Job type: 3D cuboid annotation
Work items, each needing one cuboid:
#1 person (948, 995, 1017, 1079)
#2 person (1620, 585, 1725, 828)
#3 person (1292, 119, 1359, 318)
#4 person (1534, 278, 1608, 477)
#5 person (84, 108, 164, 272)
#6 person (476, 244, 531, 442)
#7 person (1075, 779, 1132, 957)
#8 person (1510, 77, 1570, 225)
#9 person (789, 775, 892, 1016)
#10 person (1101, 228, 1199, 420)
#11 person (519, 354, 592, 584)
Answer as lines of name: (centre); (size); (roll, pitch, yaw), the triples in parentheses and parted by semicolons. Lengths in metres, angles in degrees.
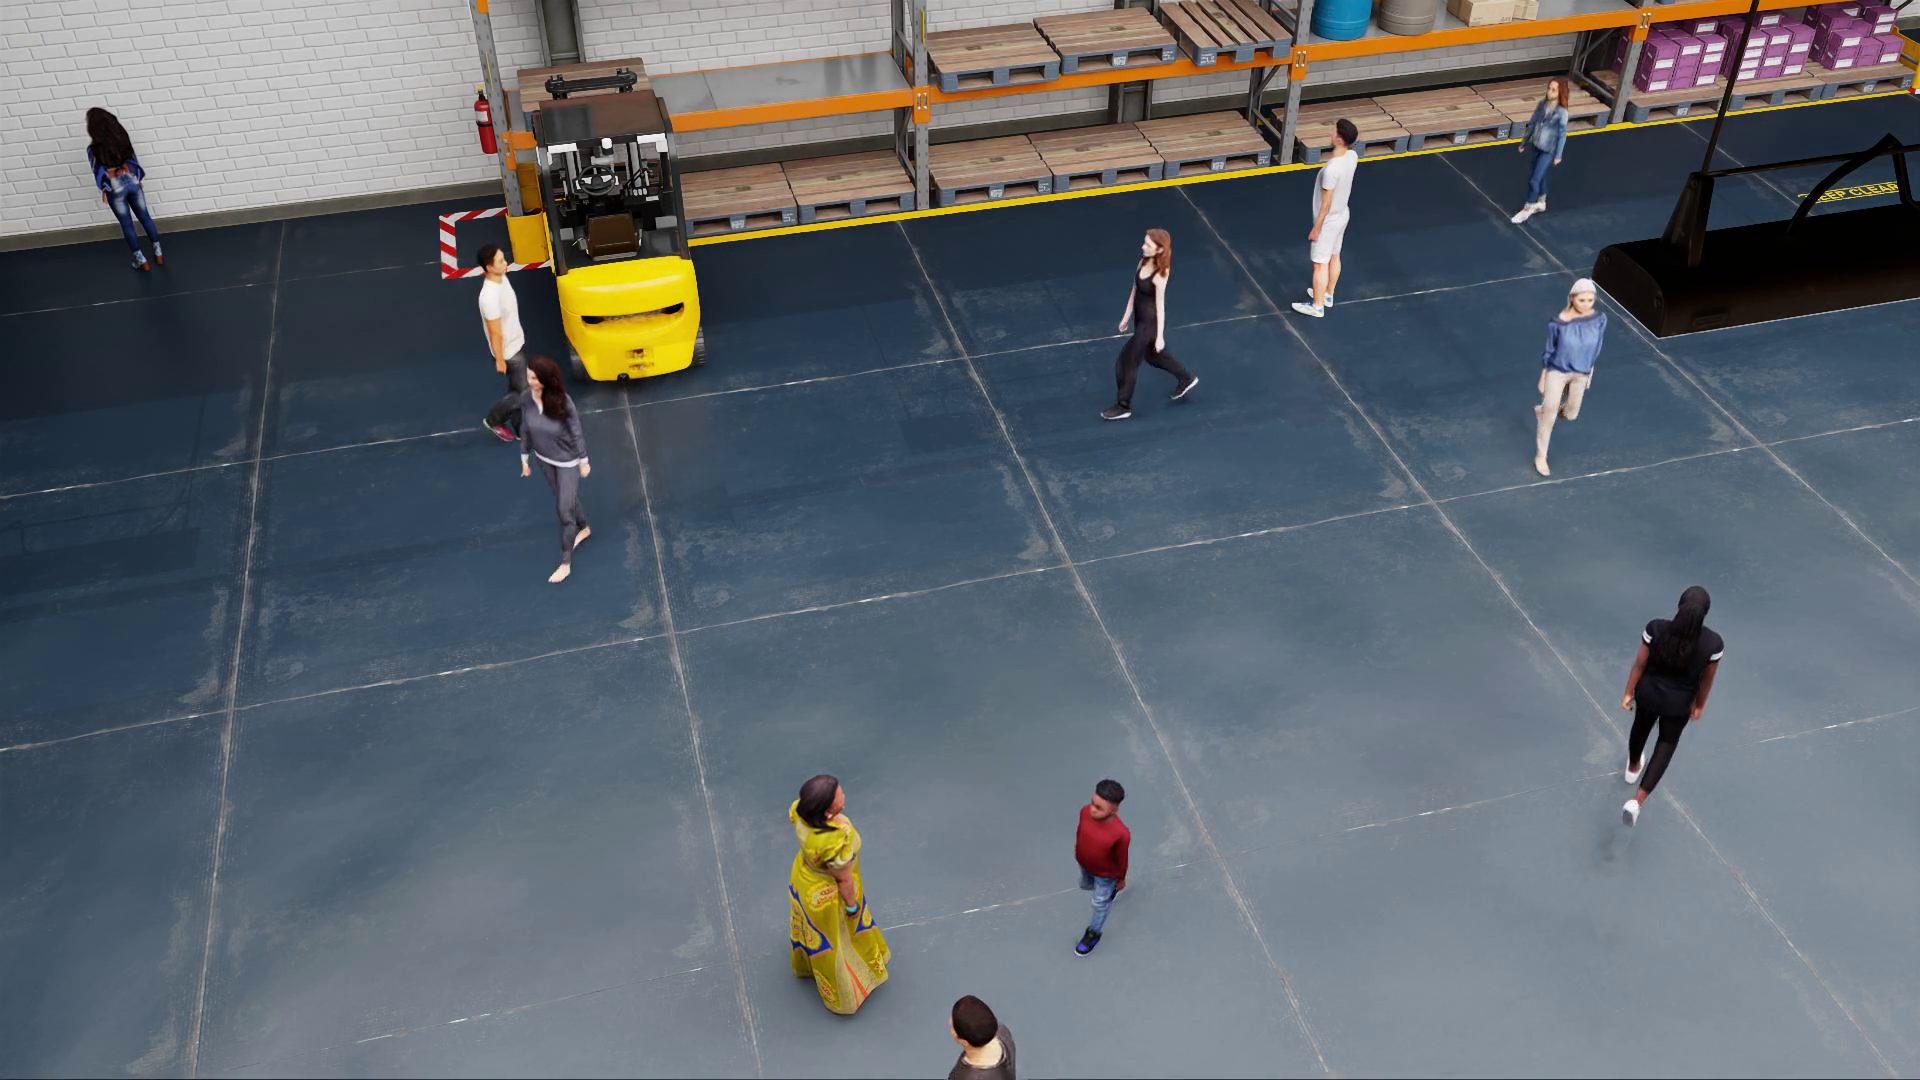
person: (0.171, 2.769, 7.935); (1.120, 1.694, 1.040); (19, 42, 22)
person: (4.277, 1.014, 10.120); (1.027, 1.709, 1.113); (21, 43, 24)
person: (3.318, -2.881, 14.881); (0.823, 1.855, 0.736); (24, 44, 27)
person: (4.729, -1.333, 13.089); (0.824, 1.682, 0.752); (-4, 39, -5)
person: (-7.850, -3.303, 15.590); (0.755, 1.629, 0.666); (27, 46, 30)
person: (-3.684, -1.531, 13.244); (0.788, 1.798, 0.722); (-3, 39, -3)
person: (0.839, 1.804, 9.504); (0.722, 1.243, 0.843); (30, 47, 32)
person: (5.839, -3.881, 16.448); (0.796, 1.461, 0.628); (-15, 41, -17)
person: (-0.720, 1.890, 9.071); (0.917, 1.661, 0.955); (-23, 44, -26)
person: (1.630, -1.786, 13.624); (1.120, 1.712, 0.591); (-11, 40, -13)
person: (-2.885, -0.628, 12.149); (0.992, 1.743, 1.021); (15, 41, 18)
